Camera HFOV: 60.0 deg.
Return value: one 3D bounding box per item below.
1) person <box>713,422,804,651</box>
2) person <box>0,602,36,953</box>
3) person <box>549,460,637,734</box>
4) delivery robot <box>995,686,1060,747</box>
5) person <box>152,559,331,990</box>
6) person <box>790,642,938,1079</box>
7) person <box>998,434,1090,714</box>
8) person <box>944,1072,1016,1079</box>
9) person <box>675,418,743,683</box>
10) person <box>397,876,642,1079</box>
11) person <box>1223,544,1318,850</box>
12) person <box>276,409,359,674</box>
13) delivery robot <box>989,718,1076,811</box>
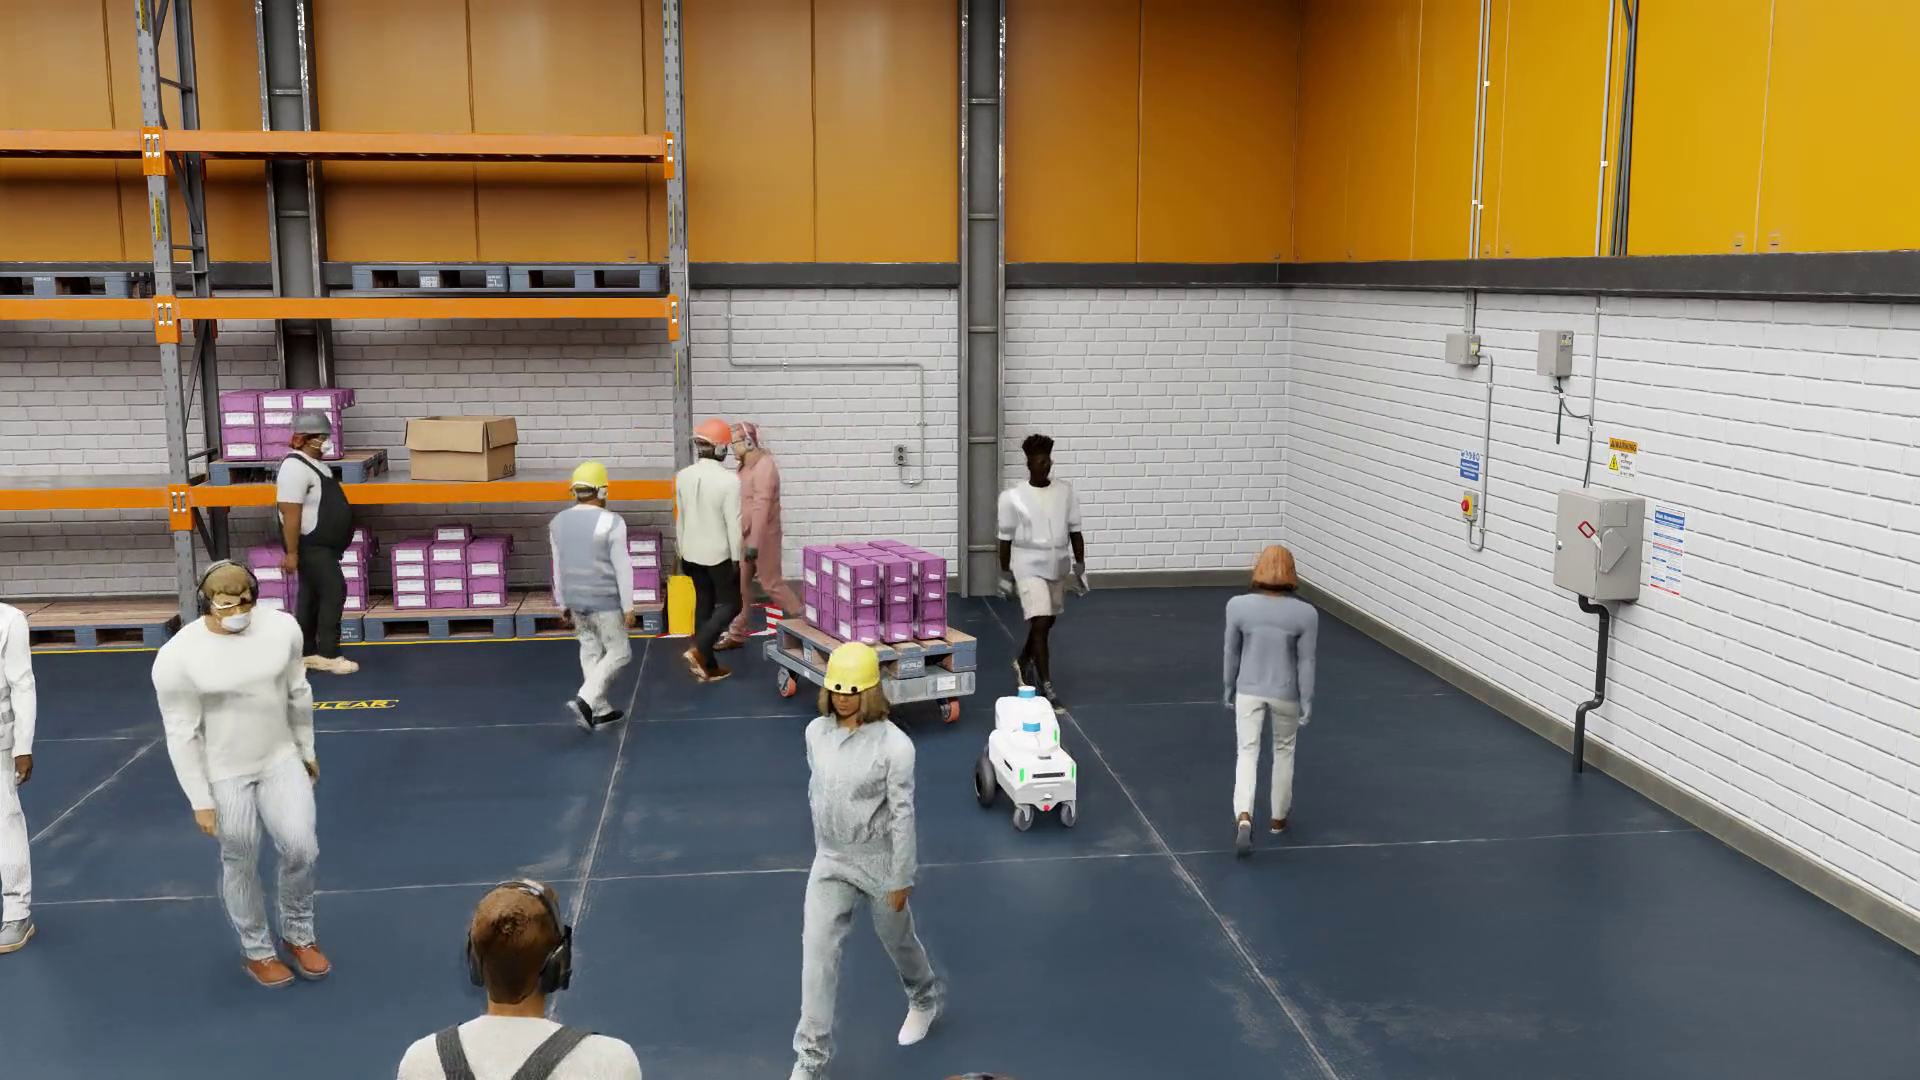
[{"bbox_3d":[-1.570,-0.029,13.387,0.867,1.867,0.663,-5,10,-28],"label":"person"},{"bbox_3d":[-4.418,0.911,7.416,0.572,1.887,0.356,0,9,0],"label":"person"},{"bbox_3d":[-2.411,0.389,10.874,0.609,1.816,0.608,4,10,26],"label":"person"},{"bbox_3d":[0.399,1.119,9.967,0.477,0.478,0.707,0,9,-2],"label":"delivery robot"},{"bbox_3d":[-2.967,0.989,6.921,0.518,1.892,0.684,9,13,44],"label":"person"},{"bbox_3d":[-0.356,1.193,6.279,0.488,1.704,0.914,5,10,28],"label":"person"},{"bbox_3d":[0.557,0.198,11.815,0.621,1.925,0.982,-4,10,-23],"label":"person"},{"bbox_3d":[0.036,1.707,2.582,0.427,1.846,0.627,5,10,30],"label":"person"},{"bbox_3d":[-1.856,0.100,12.190,0.636,1.975,0.556,5,11,31],"label":"person"},{"bbox_3d":[-0.898,1.587,3.521,0.506,1.790,1.008,2,9,10],"label":"person"},{"bbox_3d":[1.625,0.829,8.800,0.495,1.610,0.703,2,9,14],"label":"person"},{"bbox_3d":[-4.817,0.002,12.612,0.699,2.000,0.720,-1,9,-7],"label":"person"},{"bbox_3d":[0.397,1.236,9.240,0.477,0.478,0.707,-2,9,-13],"label":"delivery robot"}]
